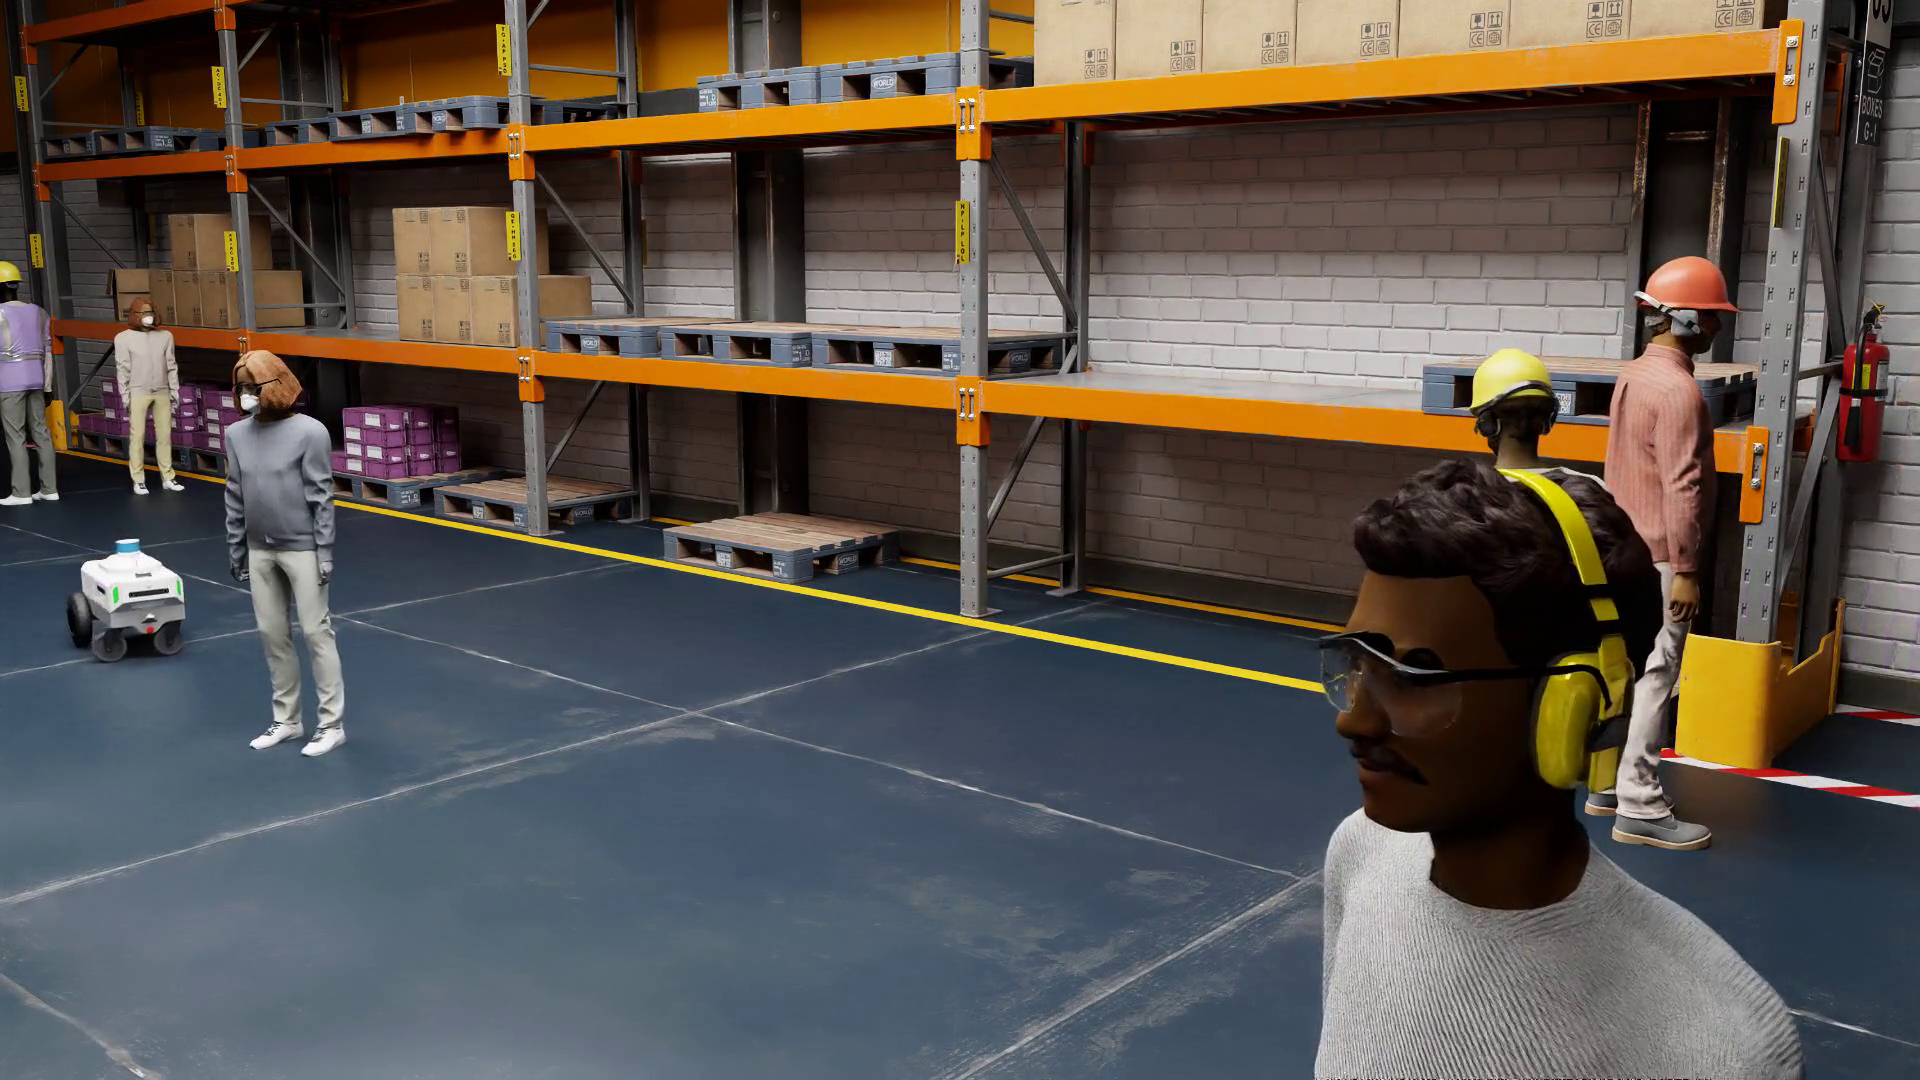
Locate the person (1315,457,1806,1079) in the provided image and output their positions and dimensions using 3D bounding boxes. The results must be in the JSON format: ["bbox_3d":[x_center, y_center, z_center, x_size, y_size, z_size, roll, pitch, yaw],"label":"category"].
[{"bbox_3d":[0.410,0.860,1.366,0.335,1.873,0.520,-4,11,-22],"label":"person"}]

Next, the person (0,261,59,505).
[{"bbox_3d":[-7.453,-1.230,13.148,0.401,1.919,0.588,4,11,21],"label":"person"}]

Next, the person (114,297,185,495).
[{"bbox_3d":[-6.698,-1.188,13.740,0.283,1.626,0.504,7,12,36],"label":"person"}]

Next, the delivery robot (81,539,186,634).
[{"bbox_3d":[-4.171,0.240,8.376,0.477,0.478,0.707,-8,13,-38],"label":"delivery robot"}]

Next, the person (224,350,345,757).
[{"bbox_3d":[-2.724,0.053,6.673,0.507,1.623,0.294,3,10,17],"label":"person"}]

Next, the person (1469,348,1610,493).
[{"bbox_3d":[1.460,0.371,4.474,0.523,1.760,0.325,-1,10,-8],"label":"person"}]

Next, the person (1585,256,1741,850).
[{"bbox_3d":[2.393,0.041,5.679,0.390,1.991,0.623,1,10,4],"label":"person"}]
